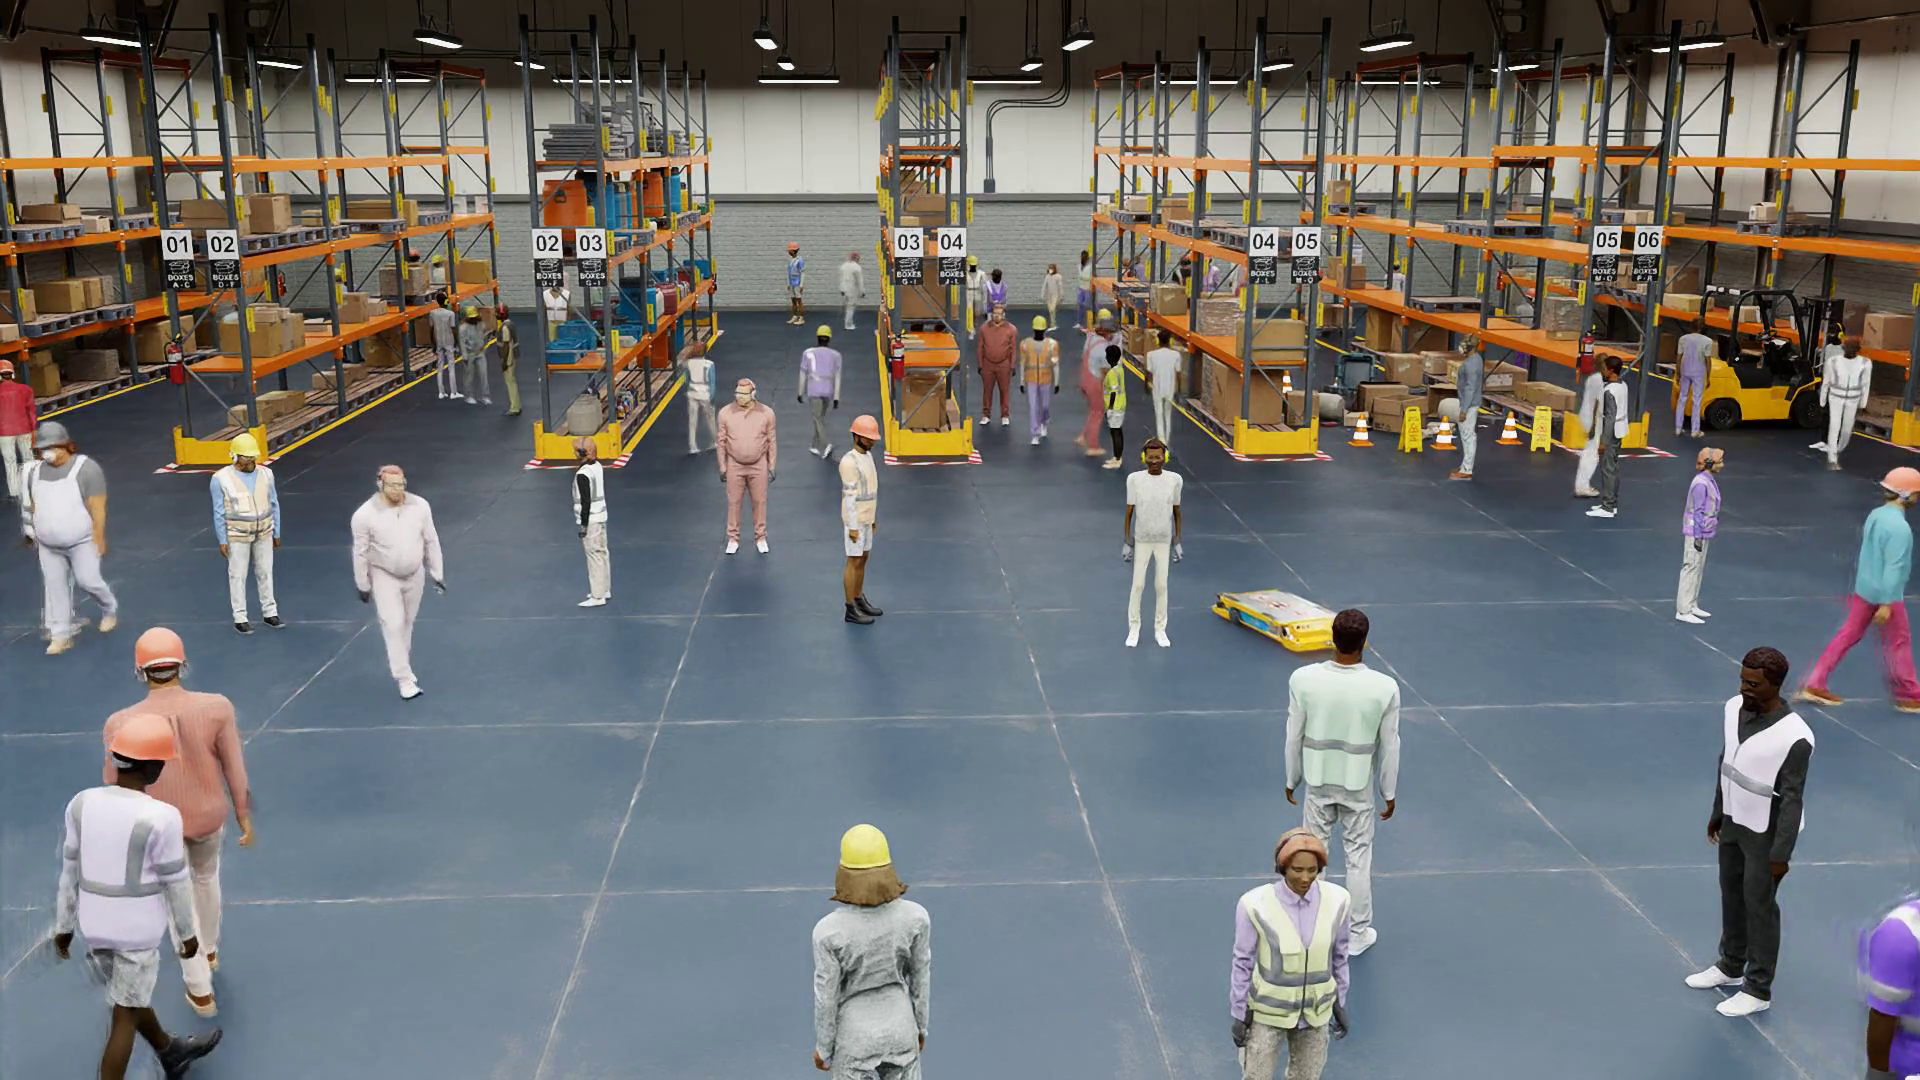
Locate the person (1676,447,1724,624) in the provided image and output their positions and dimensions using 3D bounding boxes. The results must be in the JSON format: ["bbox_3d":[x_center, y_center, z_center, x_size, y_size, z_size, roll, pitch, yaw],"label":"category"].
[{"bbox_3d":[6.832,-0.049,15.361,0.311,1.632,0.514,8,16,31],"label":"person"}]

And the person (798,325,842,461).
[{"bbox_3d":[-1.924,-2.085,23.453,0.605,1.877,0.938,-6,15,-25],"label":"person"}]

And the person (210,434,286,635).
[{"bbox_3d":[-6.402,-0.060,14.997,0.403,1.824,0.591,12,18,41],"label":"person"}]

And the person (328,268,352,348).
[{"bbox_3d":[-13.538,-5.049,36.296,0.492,1.740,0.324,-12,18,-42],"label":"person"}]

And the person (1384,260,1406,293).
[{"bbox_3d":[10.112,-5.649,38.789,0.525,1.769,0.315,-1,13,-6],"label":"person"}]

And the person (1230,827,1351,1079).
[{"bbox_3d":[1.357,1.954,6.856,0.523,1.636,0.311,-3,14,-12],"label":"person"}]

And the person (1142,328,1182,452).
[{"bbox_3d":[2.837,-2.069,23.502,0.504,1.829,0.881,-2,13,-7],"label":"person"}]

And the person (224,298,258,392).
[{"bbox_3d":[-12.818,-3.476,29.634,0.570,1.736,0.613,0,13,0],"label":"person"}]

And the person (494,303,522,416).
[{"bbox_3d":[-7.386,-2.954,27.229,0.384,1.833,0.560,-3,14,-13],"label":"person"}]

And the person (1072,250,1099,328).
[{"bbox_3d":[3.115,-6.094,40.402,0.720,1.889,0.601,-9,16,-32],"label":"person"}]

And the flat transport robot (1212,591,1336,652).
[{"bbox_3d":[2.938,0.700,15.093,0.652,0.197,1.431,-5,14,-22],"label":"flat transport robot"}]

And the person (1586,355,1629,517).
[{"bbox_3d":[7.725,-1.227,19.731,0.370,1.916,0.597,8,16,32],"label":"person"}]

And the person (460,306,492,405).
[{"bbox_3d":[-8.215,-3.121,28.222,0.511,1.688,0.866,-11,17,-38],"label":"person"}]

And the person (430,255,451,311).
[{"bbox_3d":[-12.724,-6.115,40.811,0.466,1.737,0.552,-11,17,-40],"label":"person"}]

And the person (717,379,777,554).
[{"bbox_3d":[-2.288,-0.791,17.915,0.642,1.905,0.399,-2,13,-7],"label":"person"}]

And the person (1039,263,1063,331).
[{"bbox_3d":[2.182,-5.788,39.651,0.468,1.623,0.521,-11,17,-40],"label":"person"}]

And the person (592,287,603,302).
[{"bbox_3d":[-8.183,-5.306,37.619,0.276,1.631,0.507,-9,16,-33],"label":"person"}]

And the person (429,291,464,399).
[{"bbox_3d":[-8.981,-3.396,29.023,0.538,1.869,0.313,3,14,13],"label":"person"}]

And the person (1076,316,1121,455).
[{"bbox_3d":[2.004,-2.203,23.599,0.559,2.000,0.733,-4,14,-17],"label":"person"}]

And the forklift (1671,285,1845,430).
[{"bbox_3d":[12.503,-2.886,26.166,2.313,2.155,1.214,-1,13,-3],"label":"forklift"}]

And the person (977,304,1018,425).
[{"bbox_3d":[0.579,-2.763,26.254,0.637,1.912,0.406,2,13,9],"label":"person"}]

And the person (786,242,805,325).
[{"bbox_3d":[-4.079,-6.320,41.036,0.396,2.042,0.611,-10,17,-37],"label":"person"}]

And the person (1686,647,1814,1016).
[{"bbox_3d":[4.019,1.452,8.401,0.397,1.911,0.587,-2,13,-9],"label":"person"}]

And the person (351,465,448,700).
[{"bbox_3d":[-4.445,0.325,13.298,0.648,1.858,0.948,-12,18,-42],"label":"person"}]

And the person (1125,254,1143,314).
[{"bbox_3d":[4.574,-6.680,43.523,0.895,1.578,0.512,-12,18,-41],"label":"person"}]

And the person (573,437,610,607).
[{"bbox_3d":[-3.521,-0.177,15.876,0.315,1.640,0.515,1,13,5],"label":"person"}]

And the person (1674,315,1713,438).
[{"bbox_3d":[11.091,-2.472,25.159,0.521,1.844,0.331,13,18,43],"label":"person"}]

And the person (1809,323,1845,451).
[{"bbox_3d":[12.586,-2.204,24.005,0.328,1.861,0.504,-2,13,-9],"label":"person"}]

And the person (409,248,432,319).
[{"bbox_3d":[-12.622,-5.780,38.801,0.645,2.021,0.609,-2,13,-10],"label":"person"}]

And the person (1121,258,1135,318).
[{"bbox_3d":[4.102,-6.122,41.061,0.523,1.639,0.306,-4,14,-17],"label":"person"}]

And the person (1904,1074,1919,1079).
[{"bbox_3d":[3.059,2.245,5.074,0.562,1.885,0.666,11,17,38],"label":"person"}]

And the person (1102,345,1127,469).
[{"bbox_3d":[2.103,-1.811,22.672,0.322,1.699,0.535,4,14,16],"label":"person"}]

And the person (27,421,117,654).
[{"bbox_3d":[-7.778,-0.059,14.516,0.707,2.000,0.729,0,13,2],"label":"person"}]

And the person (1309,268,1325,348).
[{"bbox_3d":[7.799,-5.085,36.424,0.337,1.749,0.574,3,14,12],"label":"person"}]

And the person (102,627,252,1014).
[{"bbox_3d":[-4.041,1.388,8.546,0.653,1.959,0.889,-10,16,-35],"label":"person"}]

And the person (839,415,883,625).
[{"bbox_3d":[-0.895,-0.196,15.339,0.374,1.928,0.542,4,14,16],"label":"person"}]

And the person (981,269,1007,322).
[{"bbox_3d":[0.759,-4.814,35.141,0.630,1.822,0.569,-6,14,-23],"label":"person"}]

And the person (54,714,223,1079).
[{"bbox_3d":[-3.693,1.698,7.426,0.639,1.874,0.852,4,14,15],"label":"person"}]

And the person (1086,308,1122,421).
[{"bbox_3d":[2.307,-2.822,26.747,0.600,1.803,0.874,0,13,-1],"label":"person"}]

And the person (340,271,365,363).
[{"bbox_3d":[-12.435,-4.576,33.909,0.543,1.928,0.400,-11,17,-40],"label":"person"}]

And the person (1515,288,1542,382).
[{"bbox_3d":[10.612,-3.812,31.028,0.327,1.752,0.561,-11,17,-38],"label":"person"}]

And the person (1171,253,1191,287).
[{"bbox_3d":[5.063,-5.494,37.681,0.630,1.983,1.090,-3,14,-14],"label":"person"}]

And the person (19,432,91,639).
[{"bbox_3d":[-8.060,-0.061,14.864,0.598,1.871,0.549,11,17,40],"label":"person"}]

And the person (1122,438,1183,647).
[{"bbox_3d":[1.689,0.021,14.548,0.530,1.869,0.311,0,13,1],"label":"person"}]

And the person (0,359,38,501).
[{"bbox_3d":[-11.781,-1.370,20.690,0.330,1.748,0.574,10,16,36],"label":"person"}]

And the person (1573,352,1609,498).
[{"bbox_3d":[7.964,-1.445,20.899,0.452,1.802,0.593,0,13,1],"label":"person"}]

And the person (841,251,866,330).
[{"bbox_3d":[-2.549,-6.010,40.077,0.602,1.880,0.654,-10,17,-37],"label":"person"}]

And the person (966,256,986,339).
[{"bbox_3d":[0.290,-5.605,38.360,0.590,1.894,0.839,-3,14,-11],"label":"person"}]

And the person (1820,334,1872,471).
[{"bbox_3d":[12.075,-1.910,22.752,0.588,1.863,0.766,4,14,18],"label":"person"}]

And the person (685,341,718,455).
[{"bbox_3d":[-3.688,-2.060,23.927,0.522,1.589,0.870,5,14,19],"label":"person"}]

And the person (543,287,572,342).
[{"bbox_3d":[-7.989,-4.330,33.035,0.567,1.841,0.377,-1,13,-5],"label":"person"}]

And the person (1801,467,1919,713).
[{"bbox_3d":[7.134,0.386,12.863,1.051,1.945,0.630,1,13,5],"label":"person"}]

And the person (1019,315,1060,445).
[{"bbox_3d":[1.184,-2.403,24.749,0.597,1.904,0.785,1,13,5],"label":"person"}]

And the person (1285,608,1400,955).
[{"bbox_3d":[2.055,1.310,8.984,0.597,1.915,0.375,5,14,20],"label":"person"}]

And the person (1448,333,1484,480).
[{"bbox_3d":[6.682,-1.753,21.913,0.373,1.940,0.628,5,14,21],"label":"person"}]

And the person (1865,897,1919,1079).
[{"bbox_3d":[3.598,1.929,6.312,0.610,1.945,0.641,-6,15,-24],"label":"person"}]

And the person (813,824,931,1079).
[{"bbox_3d":[-0.355,1.960,6.618,0.484,1.736,0.305,-5,14,-21],"label":"person"}]
